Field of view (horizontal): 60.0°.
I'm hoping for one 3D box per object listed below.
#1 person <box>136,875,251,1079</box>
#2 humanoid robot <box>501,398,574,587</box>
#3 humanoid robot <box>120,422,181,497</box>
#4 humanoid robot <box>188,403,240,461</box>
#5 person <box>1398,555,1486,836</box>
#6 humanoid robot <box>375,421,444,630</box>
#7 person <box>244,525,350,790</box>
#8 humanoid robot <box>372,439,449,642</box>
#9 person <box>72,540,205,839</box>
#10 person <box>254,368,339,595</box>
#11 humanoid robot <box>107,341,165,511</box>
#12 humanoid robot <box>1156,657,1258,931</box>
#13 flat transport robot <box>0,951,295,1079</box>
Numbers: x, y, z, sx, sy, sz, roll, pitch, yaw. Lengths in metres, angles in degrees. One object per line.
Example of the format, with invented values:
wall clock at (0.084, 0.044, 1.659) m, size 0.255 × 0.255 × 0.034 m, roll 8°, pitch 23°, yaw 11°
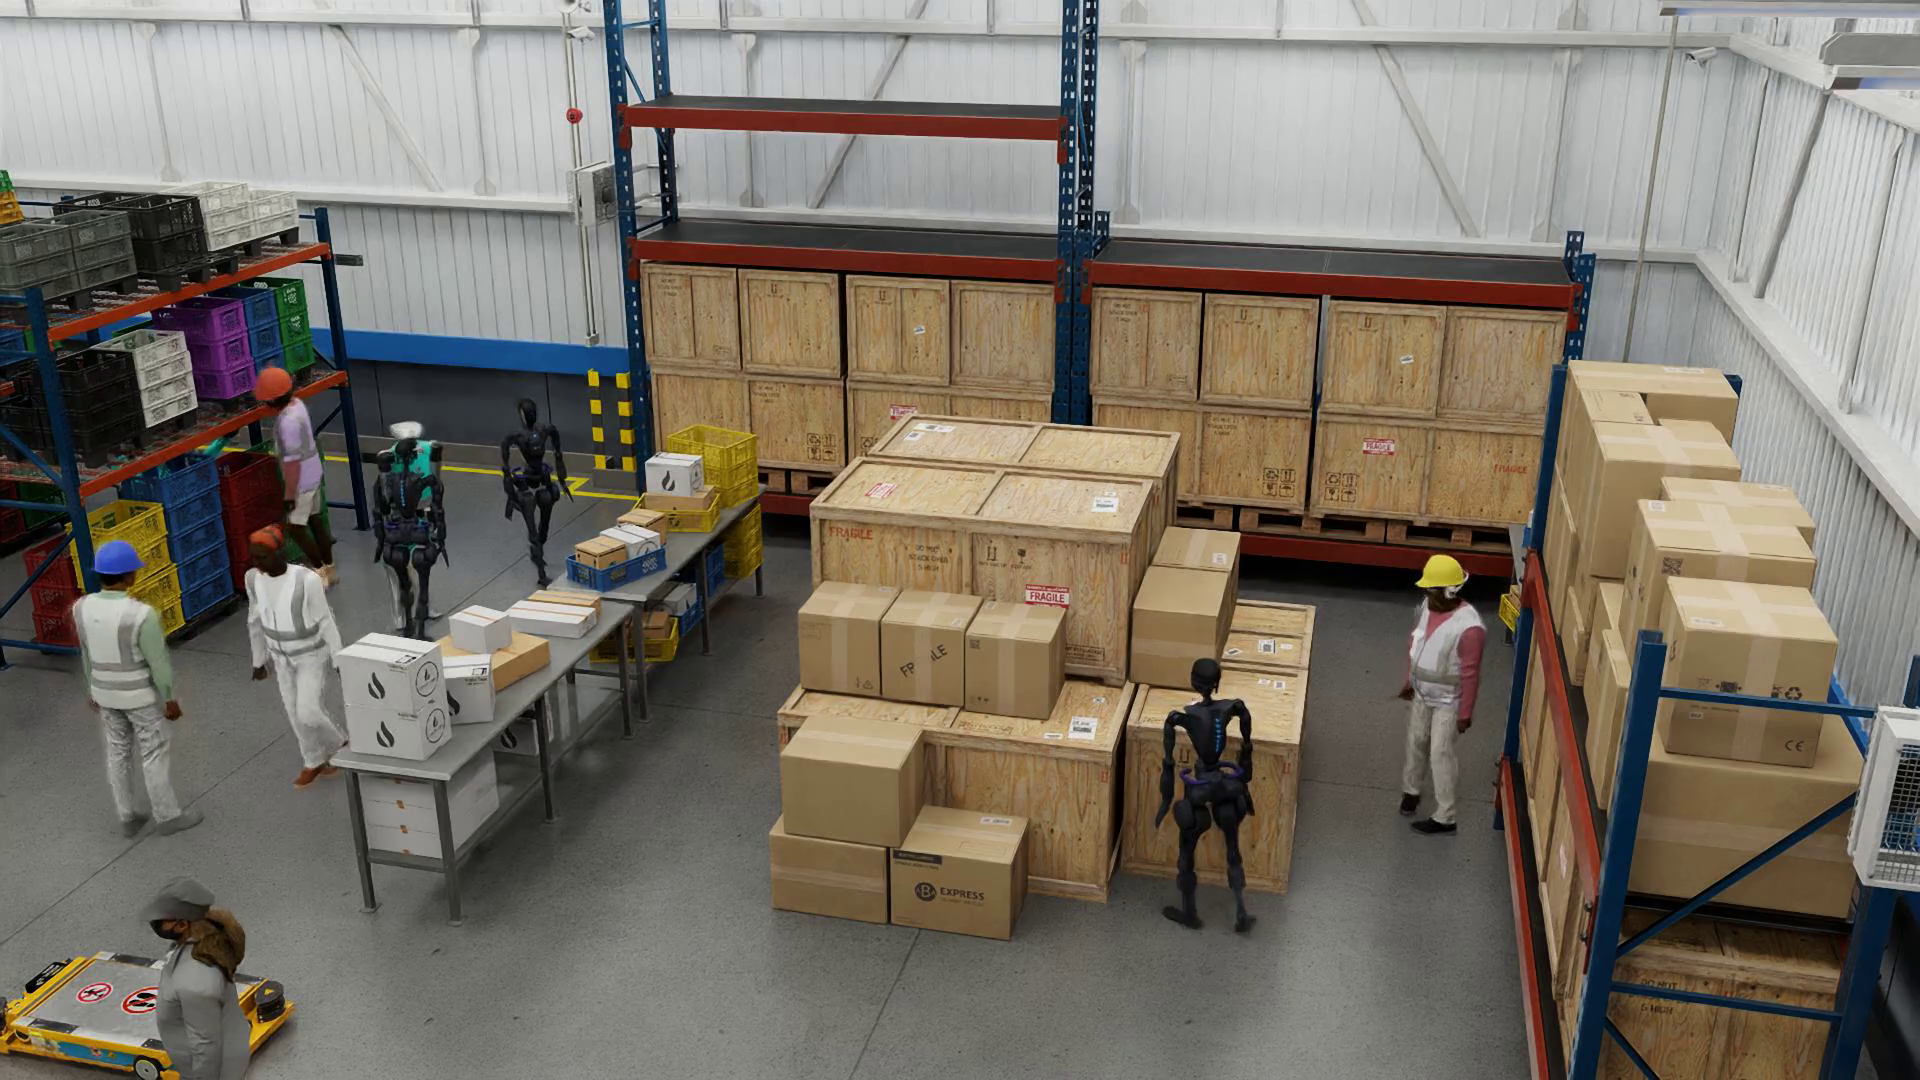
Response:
person at (-3.201, 2.214, 7.151) m, size 0.397 × 1.769 × 0.563 m, roll -9°, pitch 23°, yaw -21°
humanoid robot at (-3.645, -0.449, 14.321) m, size 0.603 × 1.629 × 0.772 m, roll -16°, pitch 26°, yaw -35°
humanoid robot at (-7.242, -0.701, 14.768) m, size 0.530 × 1.742 × 0.704 m, roll 2°, pitch 21°, yaw 6°
humanoid robot at (-7.118, -1.050, 15.754) m, size 0.672 × 1.803 × 0.551 m, roll -14°, pitch 25°, yaw -32°
person at (2.999, 0.955, 10.381) m, size 0.417 × 1.814 × 0.620 m, roll -6°, pitch 22°, yaw -15°
humanoid robot at (-4.469, -0.162, 13.332) m, size 0.532 × 1.725 × 0.724 m, roll -20°, pitch 28°, yaw -41°
person at (-4.305, 0.773, 10.786) m, size 0.647 × 1.863 × 0.423 m, roll 6°, pitch 22°, yaw 16°
humanoid robot at (-4.311, 0.024, 13.019) m, size 0.590 × 1.633 × 0.513 m, roll -2°, pitch 21°, yaw -4°
person at (-5.112, 0.935, 10.286) m, size 0.631 × 1.938 × 0.439 m, roll 8°, pitch 22°, yaw 19°
person at (-5.546, -0.492, 13.923) m, size 0.400 × 2.008 × 0.685 m, roll -5°, pitch 22°, yaw -14°
humanoid robot at (-7.790, -0.984, 15.650) m, size 0.728 × 1.844 × 0.561 m, roll -5°, pitch 21°, yaw -12°
humanoid robot at (1.417, 1.455, 9.284) m, size 0.584 × 1.650 × 0.443 m, roll -6°, pitch 22°, yaw -16°
flat transport robot at (-4.270, 2.464, 8.601) m, size 1.431 × 0.231 × 0.659 m, roll 5°, pitch 22°, yaw 13°
